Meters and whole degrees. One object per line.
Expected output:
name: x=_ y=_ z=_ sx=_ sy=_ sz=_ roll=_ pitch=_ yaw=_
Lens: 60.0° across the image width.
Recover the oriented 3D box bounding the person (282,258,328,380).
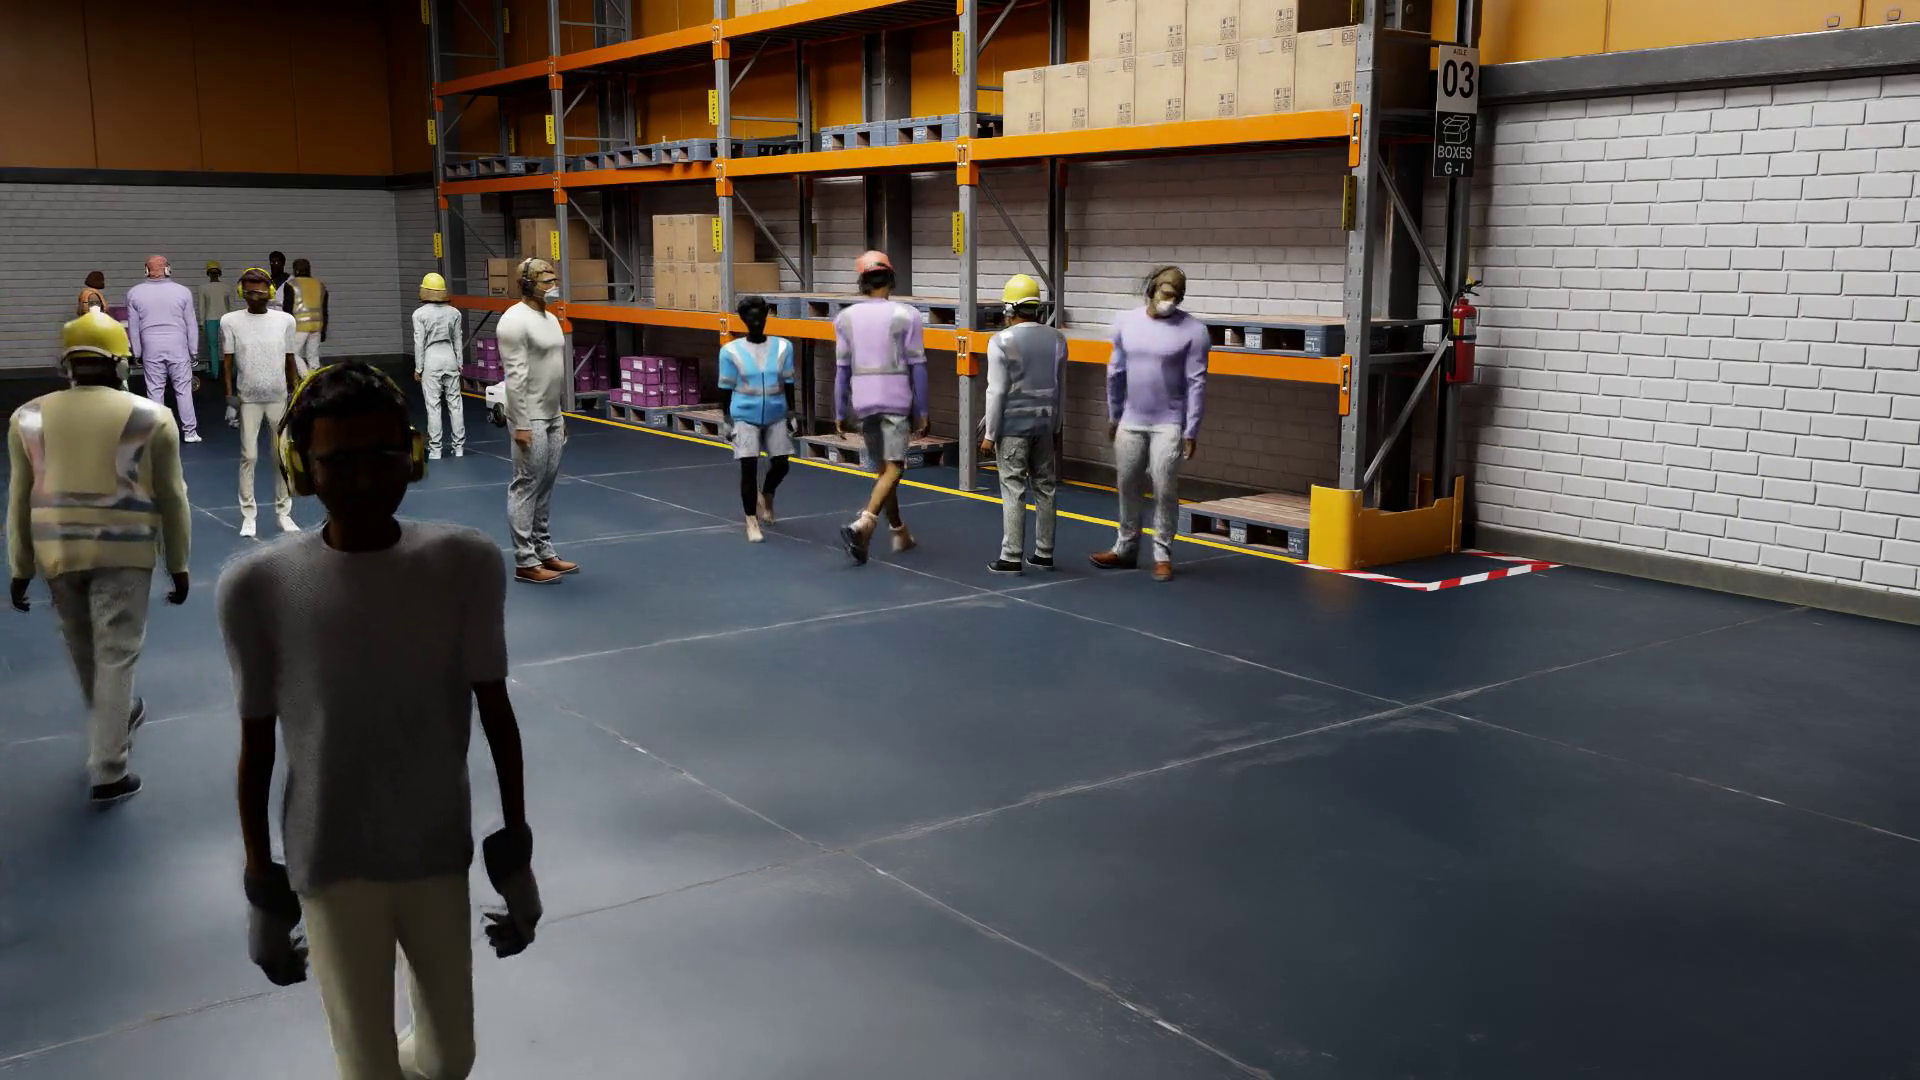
person: x=-8.526 y=-2.750 z=21.690 sx=0.508 sy=1.828 sz=0.679 roll=6 pitch=12 yaw=31

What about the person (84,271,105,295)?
person: x=-12.373 y=-3.033 z=23.852 sx=0.505 sy=1.623 sz=0.287 roll=10 pitch=14 yaw=44

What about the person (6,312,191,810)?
person: x=-3.192 y=0.041 z=6.249 sx=0.605 sy=1.761 sz=0.977 roll=-1 pitch=10 yaw=-8

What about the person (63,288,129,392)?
person: x=-7.533 y=-1.376 z=14.539 sx=0.282 sy=1.633 sz=0.500 roll=8 pitch=13 yaw=39

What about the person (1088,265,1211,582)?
person: x=1.141 y=-0.694 z=9.995 sx=0.765 sy=1.894 sz=0.468 roll=6 pitch=12 yaw=32

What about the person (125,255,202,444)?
person: x=-8.004 y=-1.906 z=16.758 sx=0.638 sy=1.903 sz=0.409 roll=-3 pitch=11 yaw=-18

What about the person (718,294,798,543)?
person: x=-1.388 y=-0.832 z=11.343 sx=0.543 sy=1.679 sz=0.439 roll=-4 pitch=11 yaw=-20

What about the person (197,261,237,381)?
person: x=-10.978 y=-3.237 z=24.591 sx=0.533 sy=1.767 sz=0.327 roll=-7 pitch=12 yaw=-35

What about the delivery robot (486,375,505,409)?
delivery robot: x=-5.025 y=-1.600 z=18.553 sx=0.477 sy=0.478 sz=0.707 roll=-7 pitch=12 yaw=-34

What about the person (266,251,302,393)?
person: x=-8.844 y=-2.798 z=21.702 sx=0.593 sy=1.920 sz=0.392 roll=0 pitch=10 yaw=0

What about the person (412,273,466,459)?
person: x=-4.926 y=-1.641 z=15.710 sx=0.493 sy=1.746 sz=0.283 roll=-10 pitch=14 yaw=-44

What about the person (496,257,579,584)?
person: x=-2.533 y=-0.715 z=9.982 sx=0.371 sy=1.940 sz=0.627 roll=2 pitch=10 yaw=9

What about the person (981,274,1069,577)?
person: x=0.378 y=-0.695 z=10.157 sx=0.588 sy=1.835 sz=0.403 roll=-7 pitch=12 yaw=-34

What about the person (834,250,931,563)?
person: x=-0.538 y=-0.845 z=10.636 sx=0.647 sy=1.991 sz=0.897 roll=4 pitch=11 yaw=23

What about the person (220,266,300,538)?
person: x=-4.826 y=-0.956 z=11.543 sx=0.517 sy=1.864 sz=0.335 roll=-6 pitch=12 yaw=-30

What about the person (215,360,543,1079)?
person: x=-1.069 y=0.578 z=3.071 sx=0.507 sy=1.837 sz=0.779 roll=-6 pitch=12 yaw=-32
